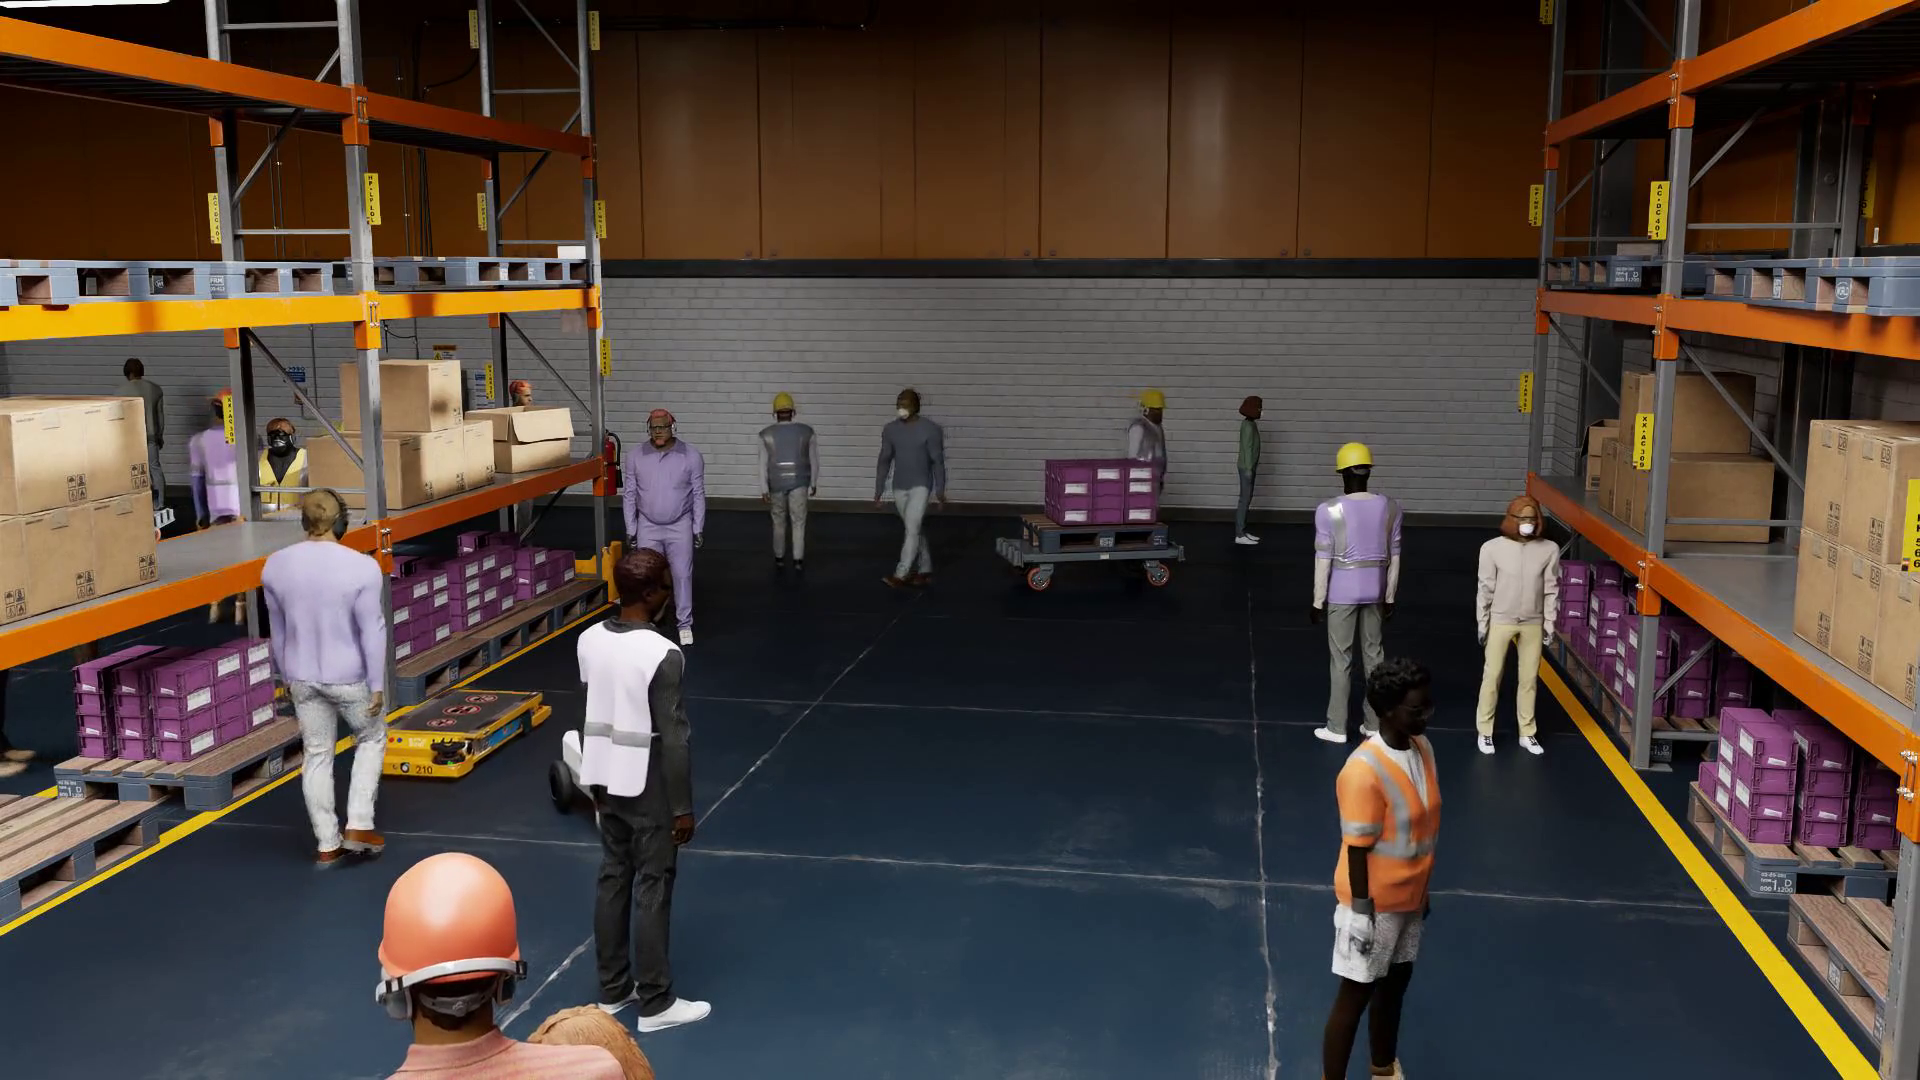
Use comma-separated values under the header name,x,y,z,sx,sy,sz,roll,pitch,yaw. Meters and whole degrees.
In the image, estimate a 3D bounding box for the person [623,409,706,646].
name,x,y,z,sx,sy,sz,roll,pitch,yaw
person,-2.354,-0.094,13.244,0.651,1.906,0.403,-1,9,-4

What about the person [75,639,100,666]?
name,x,y,z,sx,sy,sz,roll,pitch,yaw
person,-6.181,0.117,11.851,0.378,1.935,0.551,-7,12,-38

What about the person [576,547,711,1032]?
name,x,y,z,sx,sy,sz,roll,pitch,yaw
person,-1.283,0.980,6.581,0.596,1.916,0.372,8,12,40

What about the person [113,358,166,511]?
name,x,y,z,sx,sy,sz,roll,pitch,yaw
person,-9.967,-1.243,20.228,0.355,1.937,0.635,5,10,28

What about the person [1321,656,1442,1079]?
name,x,y,z,sx,sy,sz,roll,pitch,yaw
person,1.480,1.225,5.770,0.317,1.696,0.541,8,12,40

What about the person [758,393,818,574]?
name,x,y,z,sx,sy,sz,roll,pitch,yaw
person,-1.706,-0.568,16.548,0.589,1.791,0.933,-1,9,-6

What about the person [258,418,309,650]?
name,x,y,z,sx,sy,sz,roll,pitch,yaw
person,-5.324,-0.048,13.157,0.627,1.844,0.429,-1,9,-9

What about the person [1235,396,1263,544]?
name,x,y,z,sx,sy,sz,roll,pitch,yaw
person,3.177,-0.769,18.263,0.271,1.629,0.502,2,9,13

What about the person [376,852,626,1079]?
name,x,y,z,sx,sy,sz,roll,pitch,yaw
person,-0.867,1.527,2.972,0.612,1.995,0.382,-6,11,-33

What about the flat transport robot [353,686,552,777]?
name,x,y,z,sx,sy,sz,roll,pitch,yaw
flat transport robot,-3.145,1.178,10.426,0.652,0.197,1.431,1,9,8

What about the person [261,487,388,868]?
name,x,y,z,sx,sy,sz,roll,pitch,yaw
person,-3.155,0.692,8.366,0.629,1.925,0.446,1,9,3

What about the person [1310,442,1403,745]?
name,x,y,z,sx,sy,sz,roll,pitch,yaw
person,2.488,0.342,10.516,0.585,1.919,0.374,-2,9,-13

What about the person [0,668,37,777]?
name,x,y,z,sx,sy,sz,roll,pitch,yaw
person,-5.754,0.481,9.882,0.325,1.843,0.514,-4,10,-22

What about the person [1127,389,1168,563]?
name,x,y,z,sx,sy,sz,roll,pitch,yaw
person,1.883,-0.652,17.000,0.517,1.803,0.619,5,11,29

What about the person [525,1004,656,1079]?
name,x,y,z,sx,sy,sz,roll,pitch,yaw
person,-0.699,1.672,3.189,0.273,1.632,0.507,-9,13,-44

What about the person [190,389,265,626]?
name,x,y,z,sx,sy,sz,roll,pitch,yaw
person,-6.118,-0.278,14.083,0.626,2.001,0.607,1,9,6

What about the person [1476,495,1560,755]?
name,x,y,z,sx,sy,sz,roll,pitch,yaw
person,3.436,0.527,10.281,0.494,1.626,0.285,0,9,1

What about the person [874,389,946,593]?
name,x,y,z,sx,sy,sz,roll,pitch,yaw
person,-0.513,-0.459,15.550,0.657,1.882,1.029,5,11,30

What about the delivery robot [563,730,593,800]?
name,x,y,z,sx,sy,sz,roll,pitch,yaw
delivery robot,-1.919,1.206,9.089,0.477,0.478,0.707,-5,10,-29

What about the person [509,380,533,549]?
name,x,y,z,sx,sy,sz,roll,pitch,yaw
person,-4.506,-0.694,17.031,0.349,1.879,0.579,3,10,19
